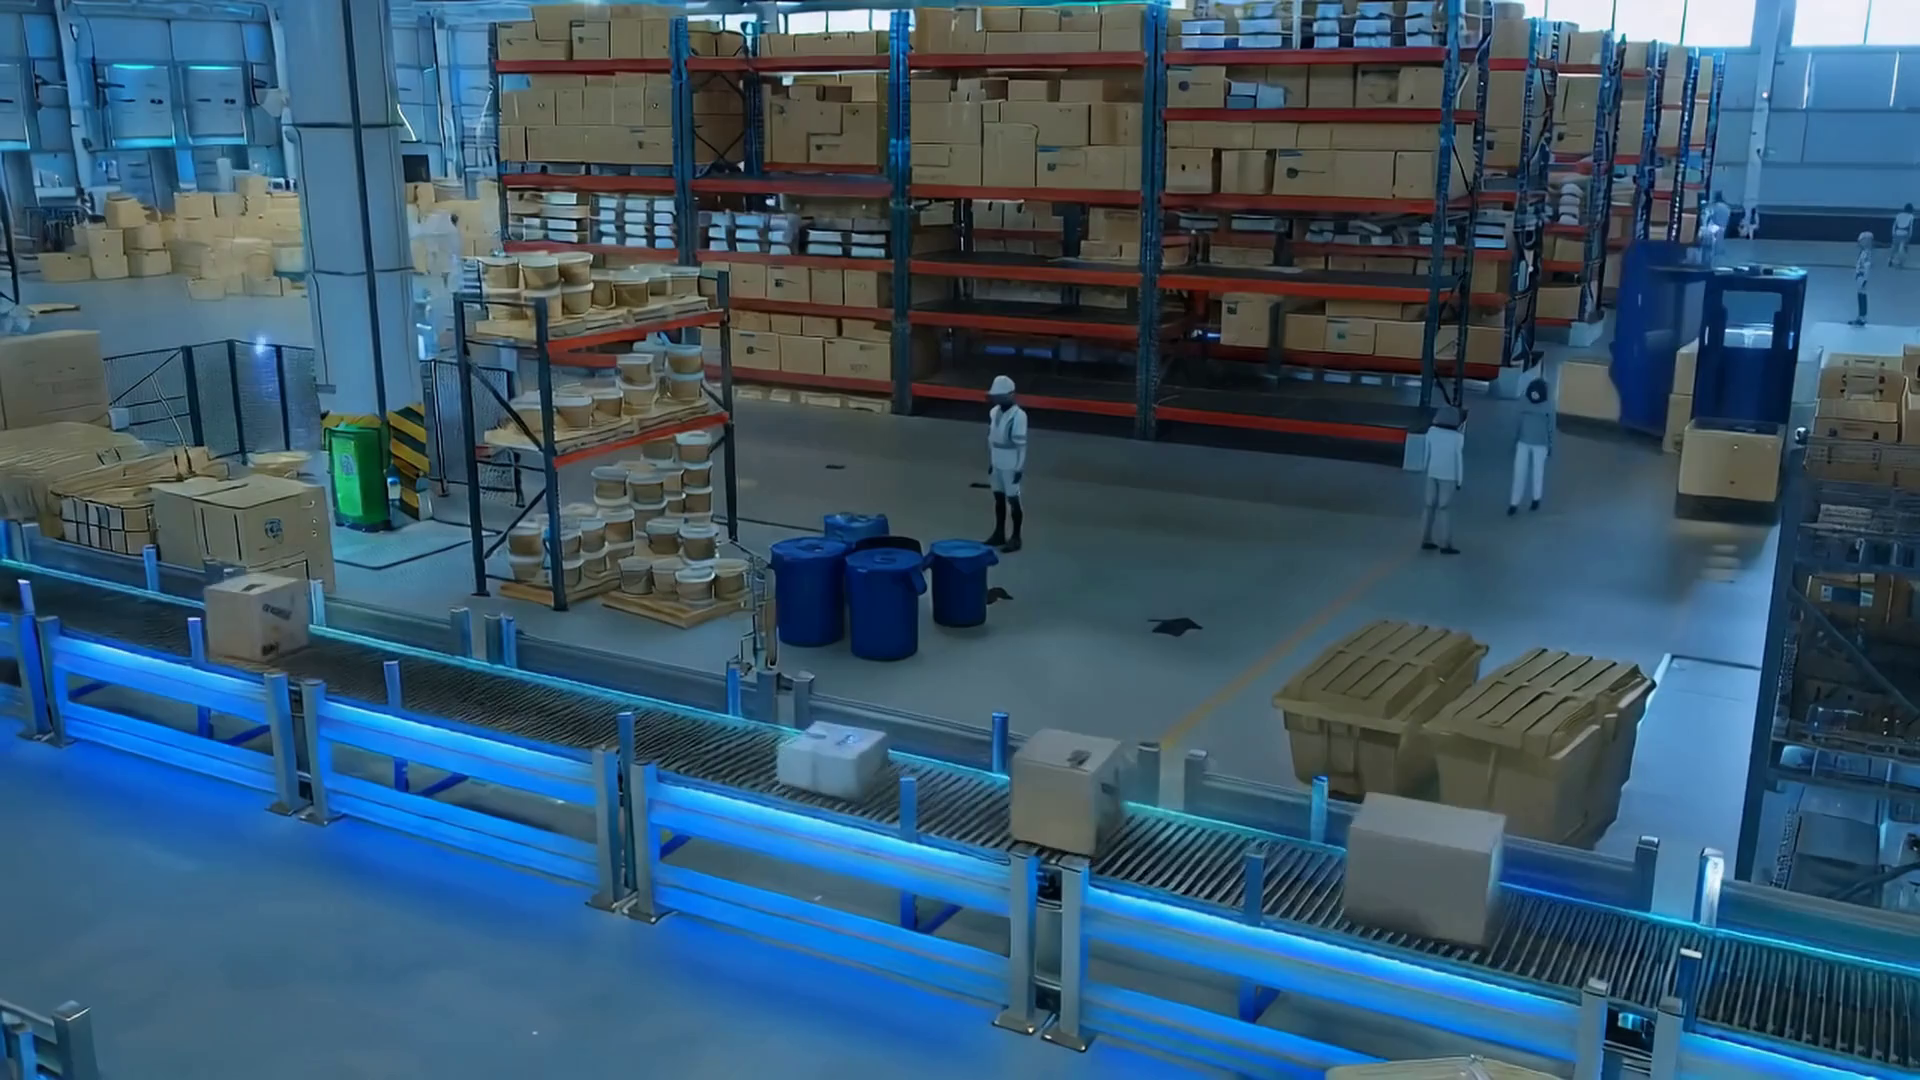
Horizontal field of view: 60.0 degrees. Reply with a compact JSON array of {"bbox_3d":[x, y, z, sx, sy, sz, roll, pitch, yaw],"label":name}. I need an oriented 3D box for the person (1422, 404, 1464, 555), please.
[{"bbox_3d":[5.216,-0.657,17.959,0.285,1.633,0.499,-10,18,-34],"label":"person"}]

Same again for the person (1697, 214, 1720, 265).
[{"bbox_3d":[20.940,-8.286,46.576,0.543,1.666,0.803,7,17,25],"label":"person"}]

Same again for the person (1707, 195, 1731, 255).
[{"bbox_3d":[23.853,-9.925,52.355,0.664,1.856,0.975,-1,15,-2],"label":"person"}]

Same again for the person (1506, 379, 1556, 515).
[{"bbox_3d":[6.790,-1.114,19.731,0.521,1.603,0.703,11,18,35],"label":"person"}]

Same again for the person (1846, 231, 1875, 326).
[{"bbox_3d":[19.513,-5.661,35.986,0.391,2.040,0.615,5,16,19],"label":"person"}]

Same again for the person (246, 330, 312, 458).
[{"bbox_3d":[-9.373,-2.002,22.764,0.946,1.777,0.626,-5,16,-17],"label":"person"}]

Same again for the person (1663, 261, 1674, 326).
[{"bbox_3d":[13.098,-4.297,31.142,0.398,1.899,0.647,-7,16,-23],"label":"person"}]

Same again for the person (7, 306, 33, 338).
[{"bbox_3d":[-13.407,-2.392,23.899,0.544,1.939,0.354,12,19,39],"label":"person"}]

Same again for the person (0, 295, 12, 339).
[{"bbox_3d":[-15.515,-3.111,26.931,0.533,1.767,0.327,3,15,11],"label":"person"}]

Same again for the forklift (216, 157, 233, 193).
[{"bbox_3d":[-25.124,-11.701,57.087,1.873,2.768,1.129,-6,16,-21],"label":"forklift"}]

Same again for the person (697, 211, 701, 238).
[{"bbox_3d":[-6.835,-7.877,44.405,0.618,1.993,0.396,-13,20,-40],"label":"person"}]

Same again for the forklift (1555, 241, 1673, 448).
[{"bbox_3d":[9.712,-2.869,23.886,1.129,2.768,1.873,-13,19,-39],"label":"forklift"}]

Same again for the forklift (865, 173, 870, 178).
[{"bbox_3d":[-3.236,-13.631,64.343,1.129,2.768,1.873,-3,15,-11],"label":"forklift"}]

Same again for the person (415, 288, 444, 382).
[{"bbox_3d":[-9.236,-3.536,28.767,0.518,1.639,0.313,6,16,21],"label":"person"}]

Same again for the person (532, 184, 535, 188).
[{"bbox_3d":[-16.984,-13.468,66.016,0.533,1.692,0.322,4,15,15],"label":"person"}]

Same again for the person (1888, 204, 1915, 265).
[{"bbox_3d":[27.752,-9.002,48.999,0.848,1.804,0.576,-13,20,-40],"label":"person"}]

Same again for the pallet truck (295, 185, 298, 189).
[{"bbox_3d":[-26.804,-14.617,69.738,1.885,1.965,0.823,-14,20,-42],"label":"pallet truck"}]

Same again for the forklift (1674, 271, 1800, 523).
[{"bbox_3d":[9.269,-1.763,19.726,1.129,2.768,1.873,8,17,27],"label":"forklift"}]

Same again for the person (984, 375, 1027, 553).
[{"bbox_3d":[0.471,-0.826,18.009,0.356,1.937,0.552,-13,20,-40],"label":"person"}]

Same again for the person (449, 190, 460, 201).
[{"bbox_3d":[-16.175,-10.241,53.404,0.635,1.937,0.353,-11,18,-35],"label":"person"}]

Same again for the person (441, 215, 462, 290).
[{"bbox_3d":[-12.972,-7.349,42.559,0.608,1.926,0.645,-9,17,-30],"label":"person"}]
